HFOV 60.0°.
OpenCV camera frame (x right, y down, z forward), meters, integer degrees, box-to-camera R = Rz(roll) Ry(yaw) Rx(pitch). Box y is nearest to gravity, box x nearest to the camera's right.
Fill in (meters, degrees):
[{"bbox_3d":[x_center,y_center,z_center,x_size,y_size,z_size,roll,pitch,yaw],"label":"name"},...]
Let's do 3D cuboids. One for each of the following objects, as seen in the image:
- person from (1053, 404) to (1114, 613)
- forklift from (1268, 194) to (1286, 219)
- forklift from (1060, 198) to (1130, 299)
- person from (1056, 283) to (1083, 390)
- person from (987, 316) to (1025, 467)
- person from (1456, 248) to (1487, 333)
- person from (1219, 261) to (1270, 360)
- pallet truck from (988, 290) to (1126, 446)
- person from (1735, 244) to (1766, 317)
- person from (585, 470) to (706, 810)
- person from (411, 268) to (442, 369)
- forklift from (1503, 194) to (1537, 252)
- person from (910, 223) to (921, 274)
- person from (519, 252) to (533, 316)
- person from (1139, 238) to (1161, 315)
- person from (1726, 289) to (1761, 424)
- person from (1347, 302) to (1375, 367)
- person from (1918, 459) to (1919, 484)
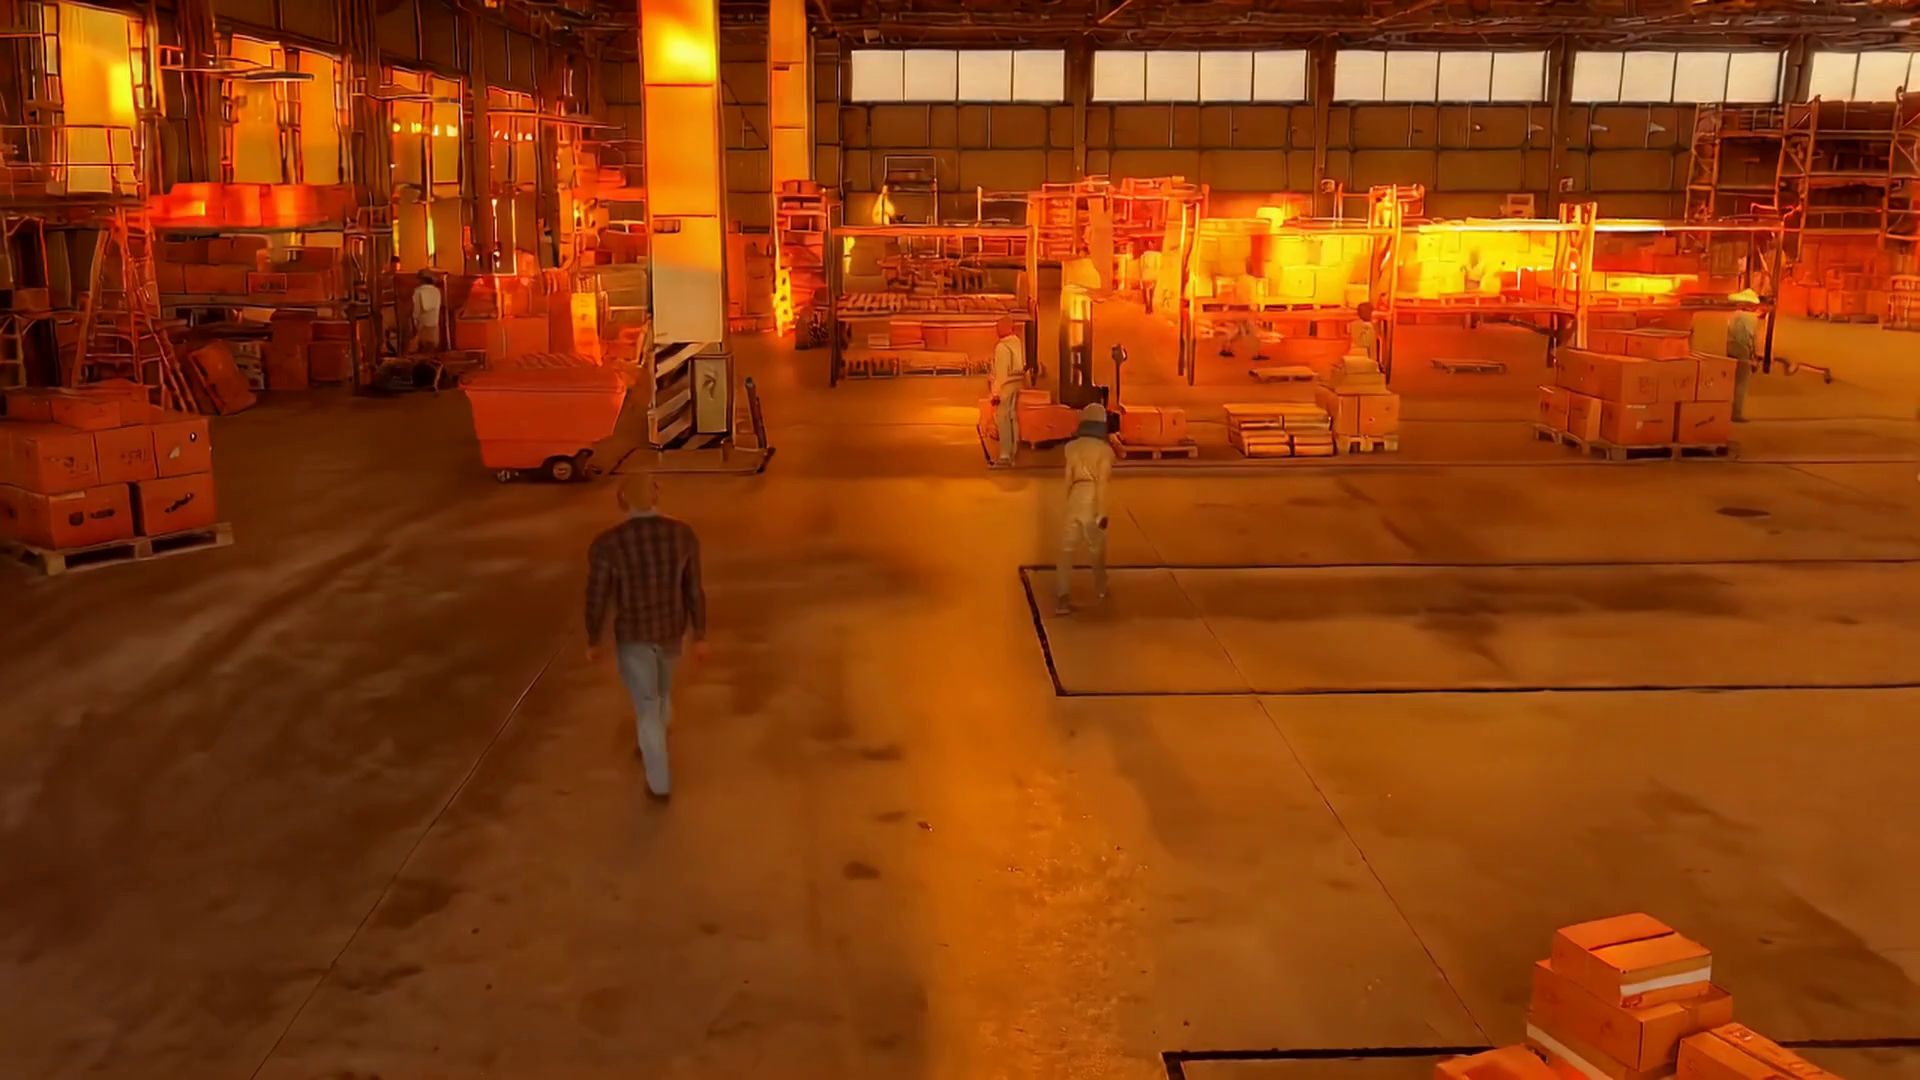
[{"bbox_3d":[1.019,-0.260,13.649,0.482,1.677,0.928,7,14,29],"label":"person"},{"bbox_3d":[10.412,-9.995,54.846,1.873,2.768,1.129,0,12,-2],"label":"forklift"},{"bbox_3d":[3.797,-8.210,46.791,1.873,2.768,1.129,0,12,-2],"label":"forklift"},{"bbox_3d":[1.829,-3.265,26.983,0.543,1.783,0.949,11,17,42],"label":"person"},{"bbox_3d":[0.543,-1.813,20.280,0.429,1.841,0.621,5,14,22],"label":"person"},{"bbox_3d":[11.396,-5.547,37.037,0.759,1.878,0.610,-11,17,-42],"label":"person"},{"bbox_3d":[5.430,-4.390,31.803,1.005,1.896,0.645,5,13,22],"label":"person"},{"bbox_3d":[1.257,-2.299,22.111,1.885,1.965,0.823,-9,15,-35],"label":"pallet truck"},{"bbox_3d":[18.454,-5.986,38.859,0.604,1.954,0.483,8,15,33],"label":"person"},{"bbox_3d":[-1.853,0.524,9.580,0.653,1.897,0.963,-7,14,-30],"label":"person"},{"bbox_3d":[-9.364,-3.806,29.150,0.575,1.897,0.516,-11,17,-41],"label":"person"},{"bbox_3d":[18.848,-10.317,56.304,1.129,2.768,1.873,1,13,7],"label":"forklift"},{"bbox_3d":[-1.466,-9.642,55.523,0.355,1.884,0.575,-7,14,-29],"label":"person"},{"bbox_3d":[-10.606,-6.226,40.676,0.314,1.634,0.515,-7,14,-30],"label":"person"},{"bbox_3d":[4.770,-6.647,41.917,0.551,1.914,0.696,-1,13,-4],"label":"person"},{"bbox_3d":[11.115,-2.600,23.662,0.397,1.919,0.582,-4,13,-16],"label":"person"},{"bbox_3d":[5.852,-2.615,24.223,0.316,1.695,0.541,-6,14,-25],"label":"person"},{"bbox_3d":[9.067,-0.632,15.136,0.554,1.743,0.621,-4,13,-15],"label":"person"}]
